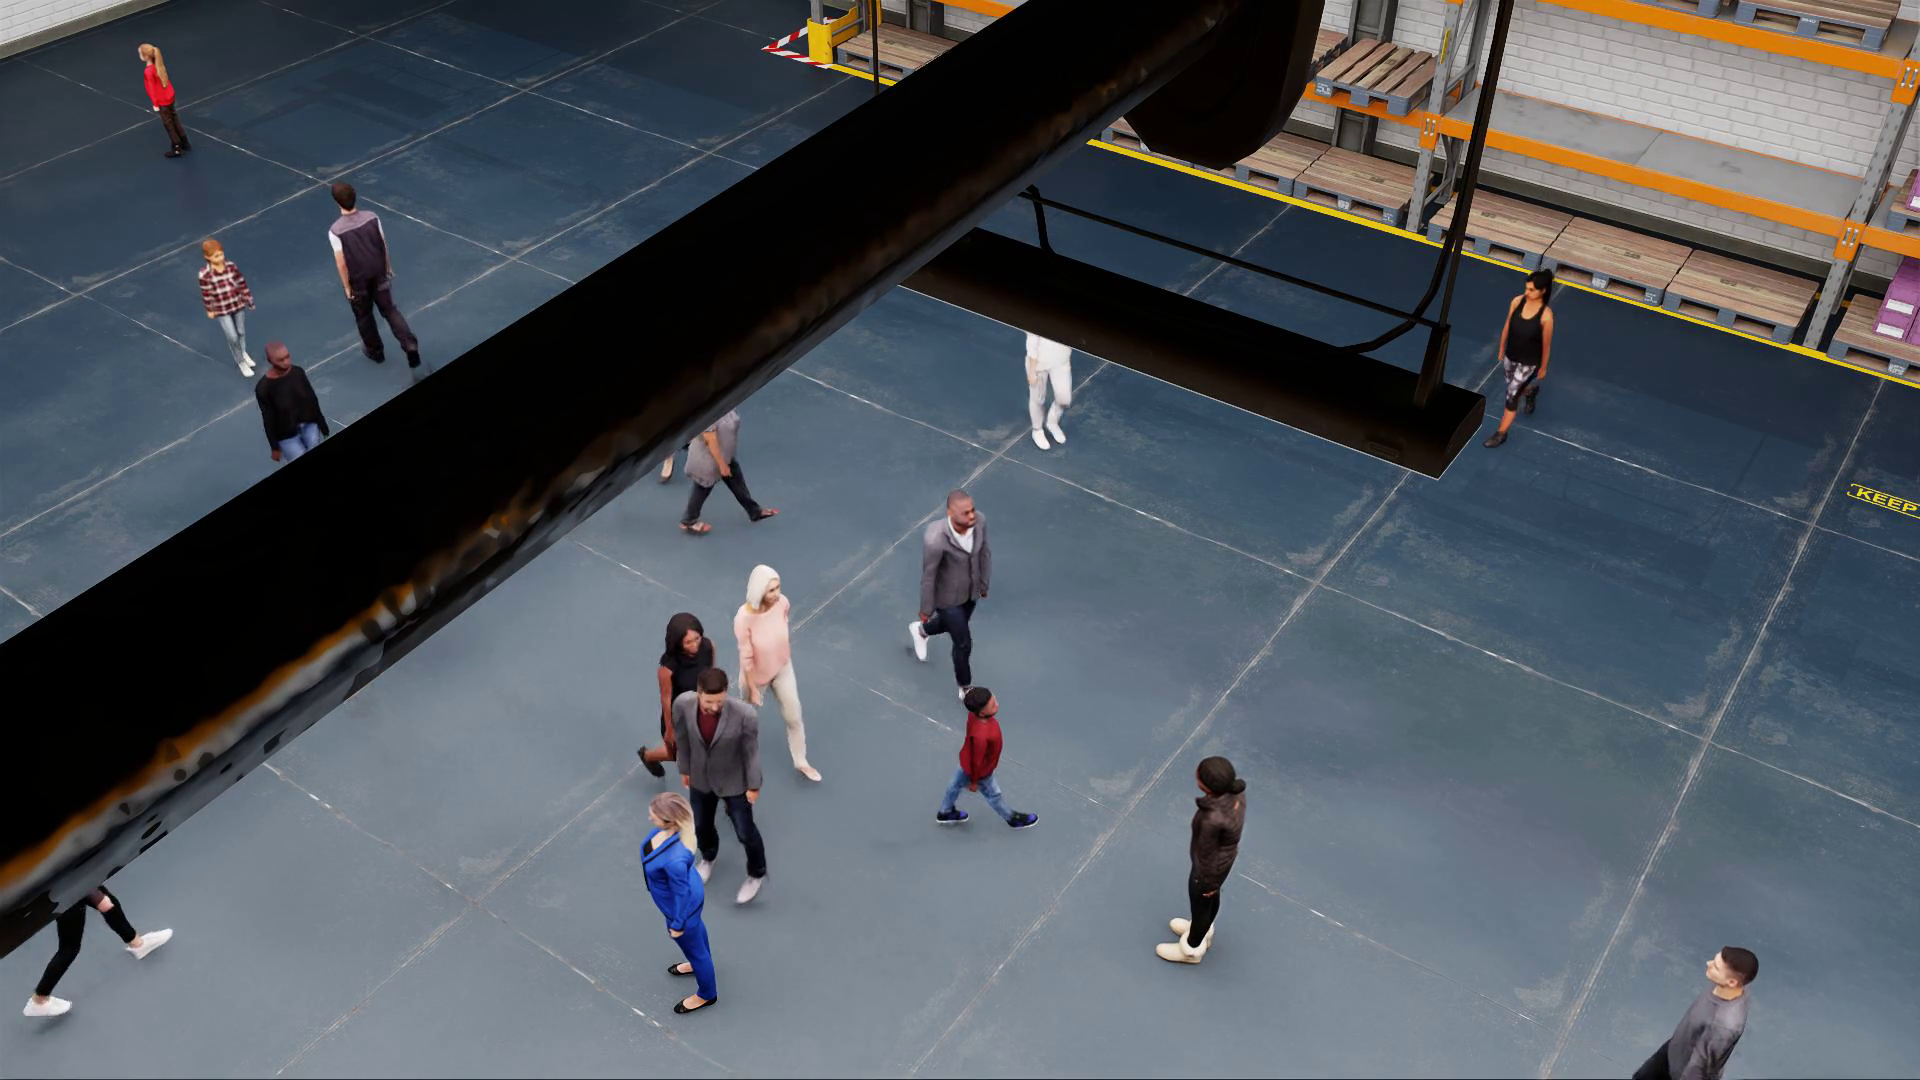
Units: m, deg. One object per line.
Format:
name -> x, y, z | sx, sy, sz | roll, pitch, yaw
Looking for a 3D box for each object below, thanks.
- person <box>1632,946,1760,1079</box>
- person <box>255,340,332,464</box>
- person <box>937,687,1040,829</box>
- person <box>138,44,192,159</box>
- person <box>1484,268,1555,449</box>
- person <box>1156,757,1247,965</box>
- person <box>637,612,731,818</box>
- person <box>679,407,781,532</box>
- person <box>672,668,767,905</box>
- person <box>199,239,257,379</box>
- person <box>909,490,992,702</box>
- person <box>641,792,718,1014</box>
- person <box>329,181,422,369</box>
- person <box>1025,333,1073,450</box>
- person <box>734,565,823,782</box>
person -> 3.873, 2.751, 8.600 | 1.153, 1.733, 0.793 | 14, 41, 17
person -> -5.276, -0.842, 13.094 | 0.572, 1.738, 0.620 | 21, 43, 24
person -> 0.049, 1.430, 10.668 | 0.942, 1.216, 0.847 | -4, 39, -5
person -> -8.891, -4.912, 18.557 | 0.615, 1.282, 0.568 | -1, 39, -1
person -> 4.835, -1.587, 14.105 | 0.891, 1.641, 1.043 | -28, 46, -30
person -> 1.479, 1.889, 9.737 | 0.606, 1.660, 0.655 | 23, 44, 26
person -> -1.787, 1.098, 10.690 | 1.189, 1.707, 0.763 | 28, 47, 31
person -> -2.011, -0.699, 13.052 | 1.143, 1.568, 0.985 | 1, 39, 2
person -> -1.459, 1.438, 10.141 | 0.731, 1.860, 0.864 | 9, 40, 11
person -> -6.669, -2.153, 15.090 | 0.712, 1.296, 0.596 | 31, 48, 33
person -> -0.099, 0.337, 11.583 | 0.896, 1.782, 1.207 | -29, 47, -31
person -> -1.580, 2.043, 9.513 | 0.759, 1.700, 0.691 | -8, 39, -9
person -> -5.257, -2.317, 14.868 | 0.813, 1.830, 1.079 | -28, 46, -30
person -> 0.702, -1.543, 14.019 | 0.724, 1.679, 0.756 | -14, 41, -17
person -> -1.352, 0.838, 11.031 | 0.752, 1.688, 1.168 | -31, 48, -33
